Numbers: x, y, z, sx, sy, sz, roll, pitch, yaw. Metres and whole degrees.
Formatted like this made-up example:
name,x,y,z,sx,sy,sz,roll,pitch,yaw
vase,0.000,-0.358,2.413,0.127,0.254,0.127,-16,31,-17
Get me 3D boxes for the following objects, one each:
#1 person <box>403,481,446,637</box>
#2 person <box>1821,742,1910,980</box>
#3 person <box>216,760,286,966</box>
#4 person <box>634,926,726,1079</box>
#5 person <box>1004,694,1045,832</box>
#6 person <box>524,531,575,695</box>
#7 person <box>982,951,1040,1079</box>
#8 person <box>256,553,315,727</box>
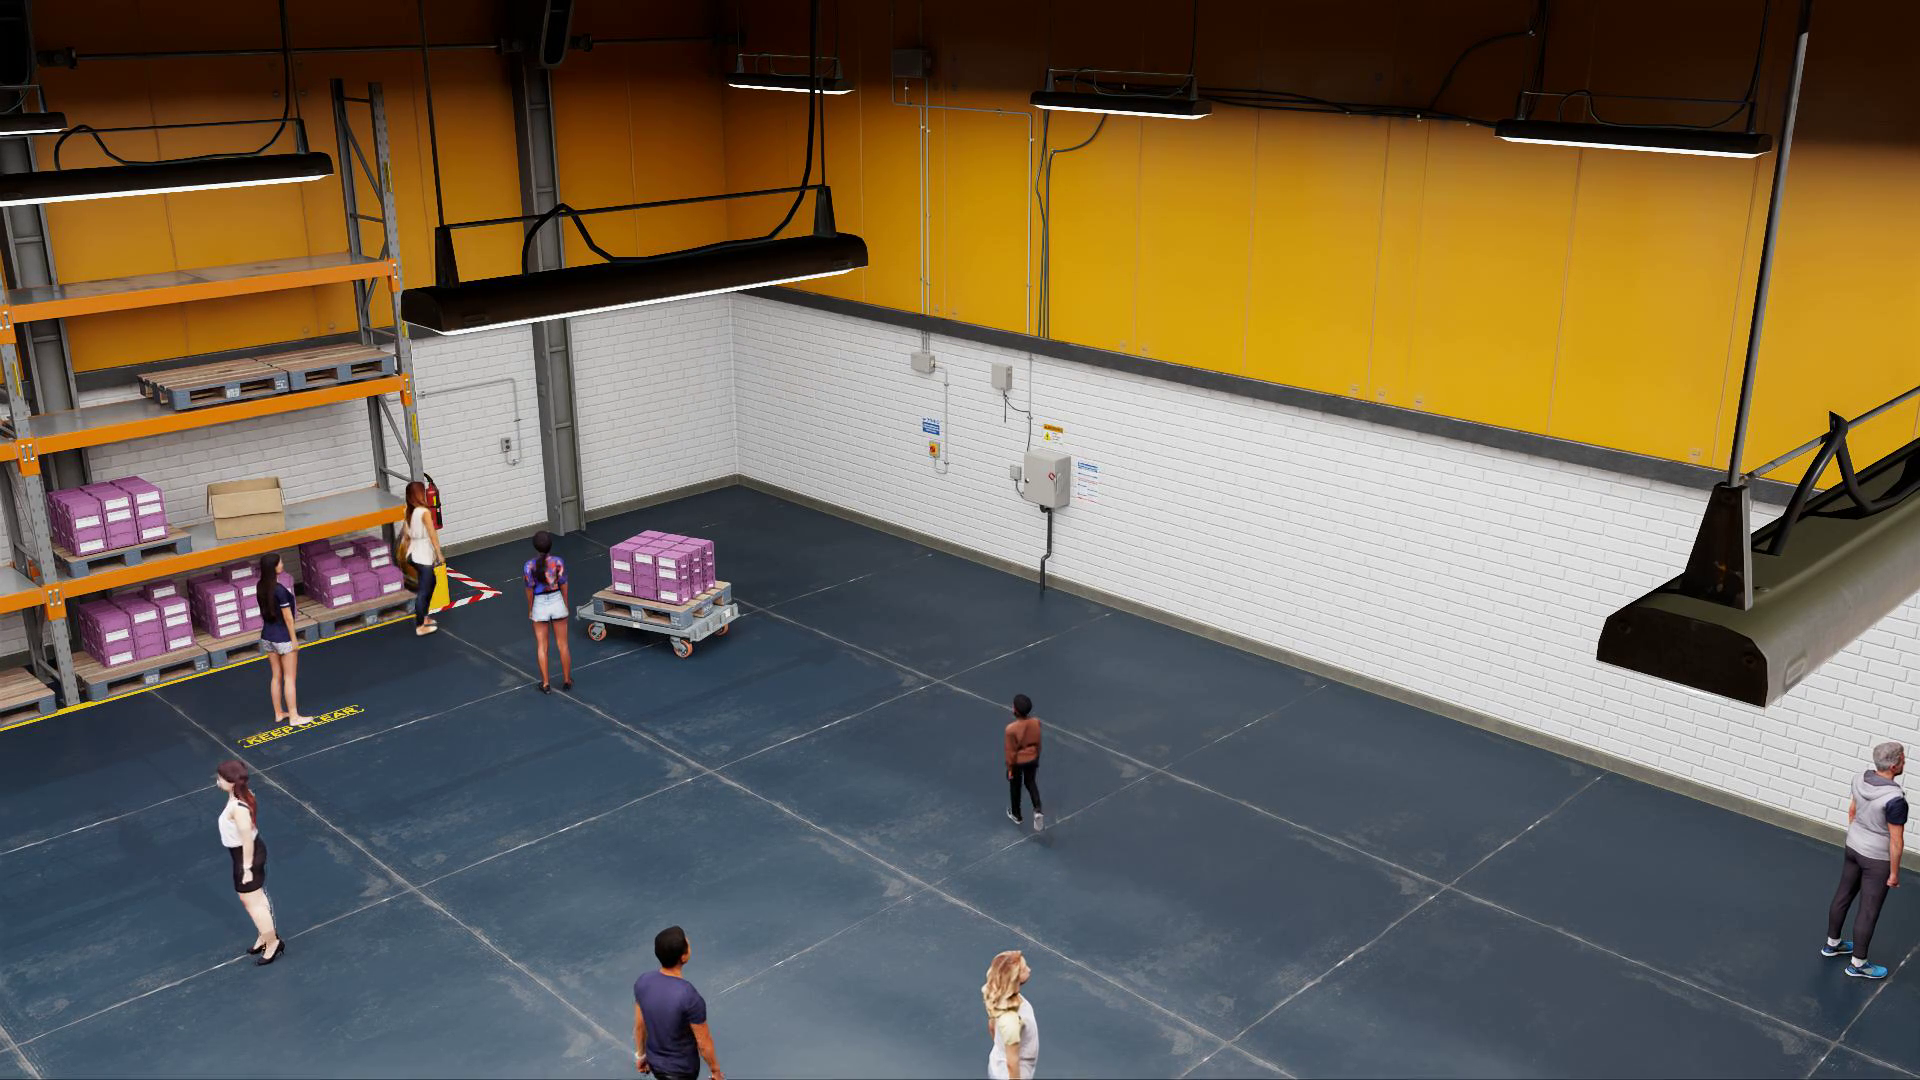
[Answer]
name,x,y,z,sx,sy,sz,roll,pitch,yaw
person,-6.091,0.232,18.561,0.592,1.774,0.613,16,24,39
person,6.699,2.324,12.263,0.791,1.829,0.772,-3,19,-8
person,-5.284,2.384,12.370,0.652,1.648,0.637,-7,20,-21
person,-1.758,3.161,9.872,0.796,1.770,0.971,10,21,28
person,0.575,1.927,14.356,0.781,1.246,0.733,-9,21,-25
person,-4.231,0.731,17.116,0.605,1.751,0.724,-6,19,-16
person,0.288,3.190,9.858,0.729,1.723,0.715,-4,19,-11
person,-6.703,0.974,16.375,0.617,1.765,0.588,11,22,30
